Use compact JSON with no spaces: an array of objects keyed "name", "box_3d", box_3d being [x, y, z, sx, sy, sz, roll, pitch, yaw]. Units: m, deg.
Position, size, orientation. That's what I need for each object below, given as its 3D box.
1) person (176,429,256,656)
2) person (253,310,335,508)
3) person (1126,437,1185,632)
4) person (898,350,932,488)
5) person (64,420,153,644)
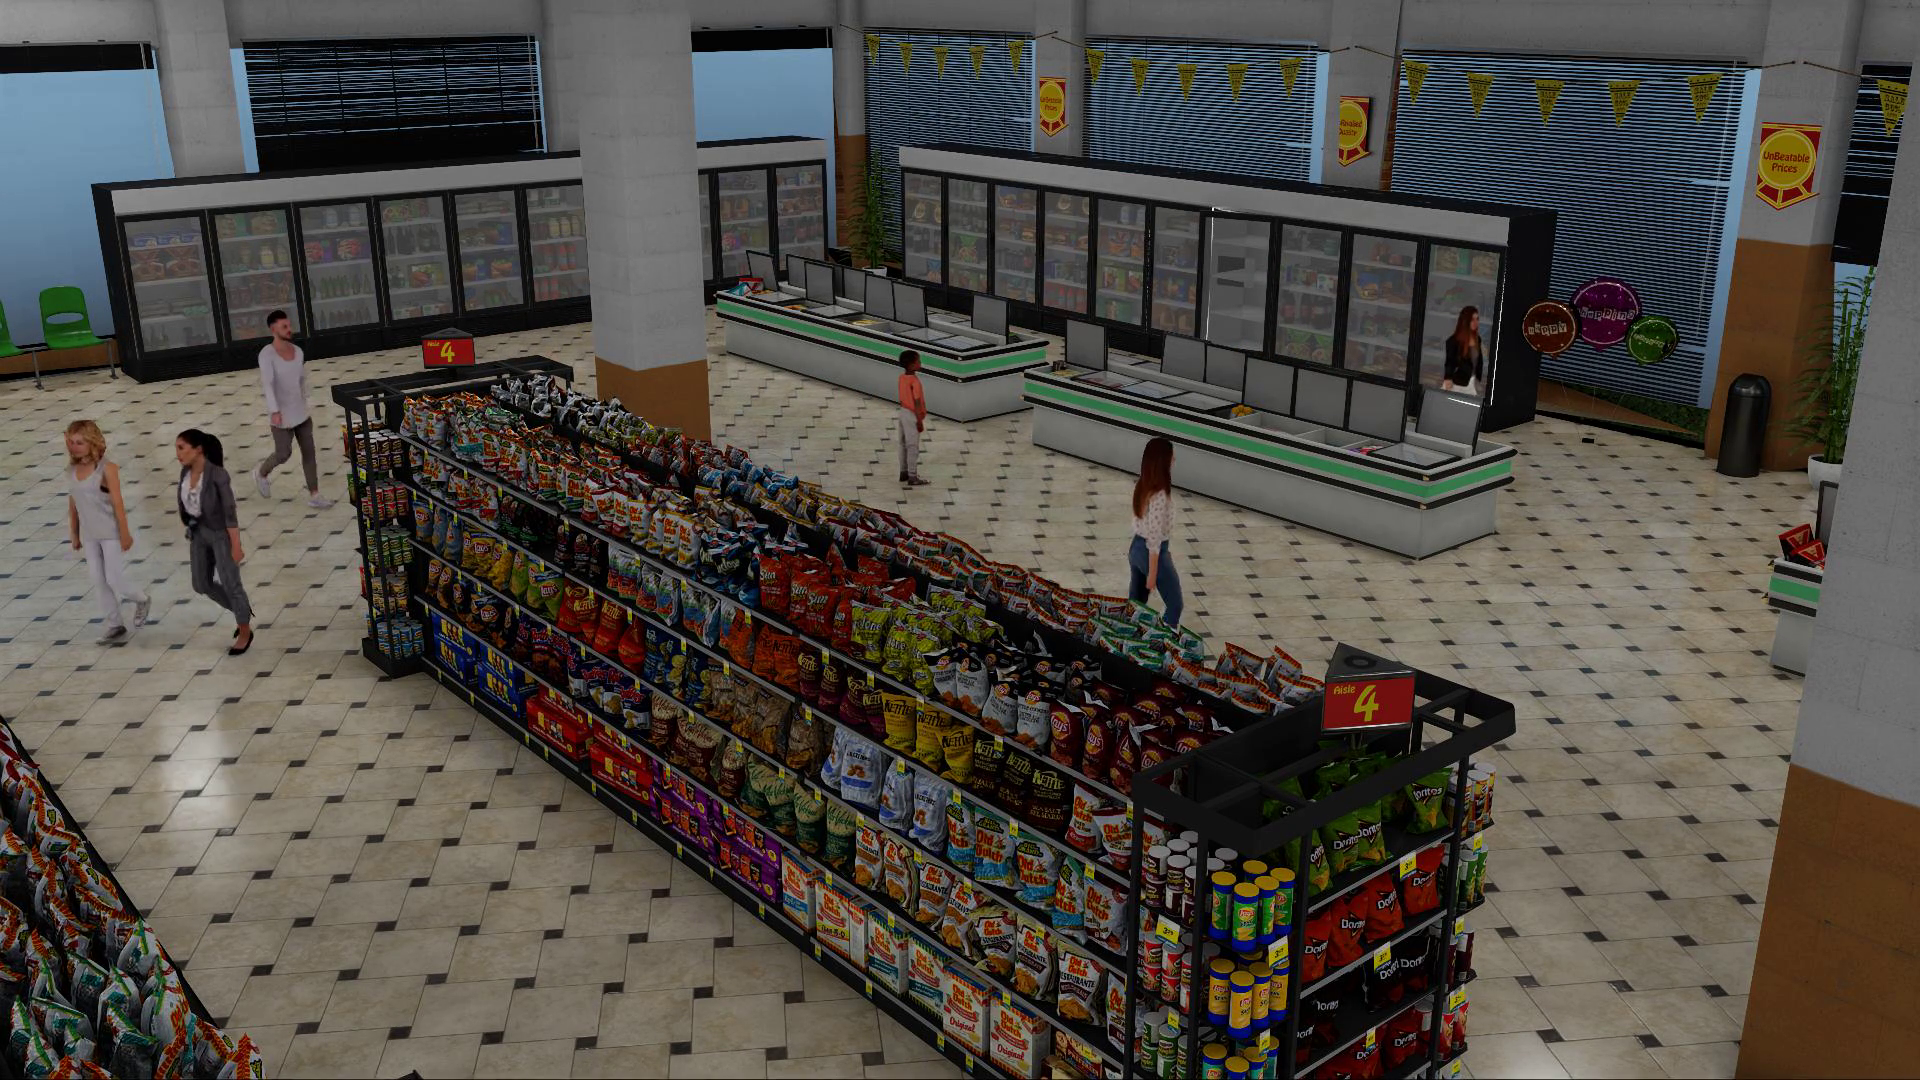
[{"name":"person","box_3d":[-5.265,-0.003,11.888,0.738,1.662,0.862,8,20,21]},{"name":"person","box_3d":[-6.164,-1.171,15.106,1.157,1.820,0.925,9,21,25]},{"name":"person","box_3d":[1.215,0.146,11.375,0.804,1.708,0.798,-5,19,-16]},{"name":"person","box_3d":[-0.481,-1.173,15.908,0.580,1.310,0.466,-10,21,-27]},{"name":"person","box_3d":[-6.185,-0.089,12.150,0.795,1.658,0.843,6,19,16]}]
